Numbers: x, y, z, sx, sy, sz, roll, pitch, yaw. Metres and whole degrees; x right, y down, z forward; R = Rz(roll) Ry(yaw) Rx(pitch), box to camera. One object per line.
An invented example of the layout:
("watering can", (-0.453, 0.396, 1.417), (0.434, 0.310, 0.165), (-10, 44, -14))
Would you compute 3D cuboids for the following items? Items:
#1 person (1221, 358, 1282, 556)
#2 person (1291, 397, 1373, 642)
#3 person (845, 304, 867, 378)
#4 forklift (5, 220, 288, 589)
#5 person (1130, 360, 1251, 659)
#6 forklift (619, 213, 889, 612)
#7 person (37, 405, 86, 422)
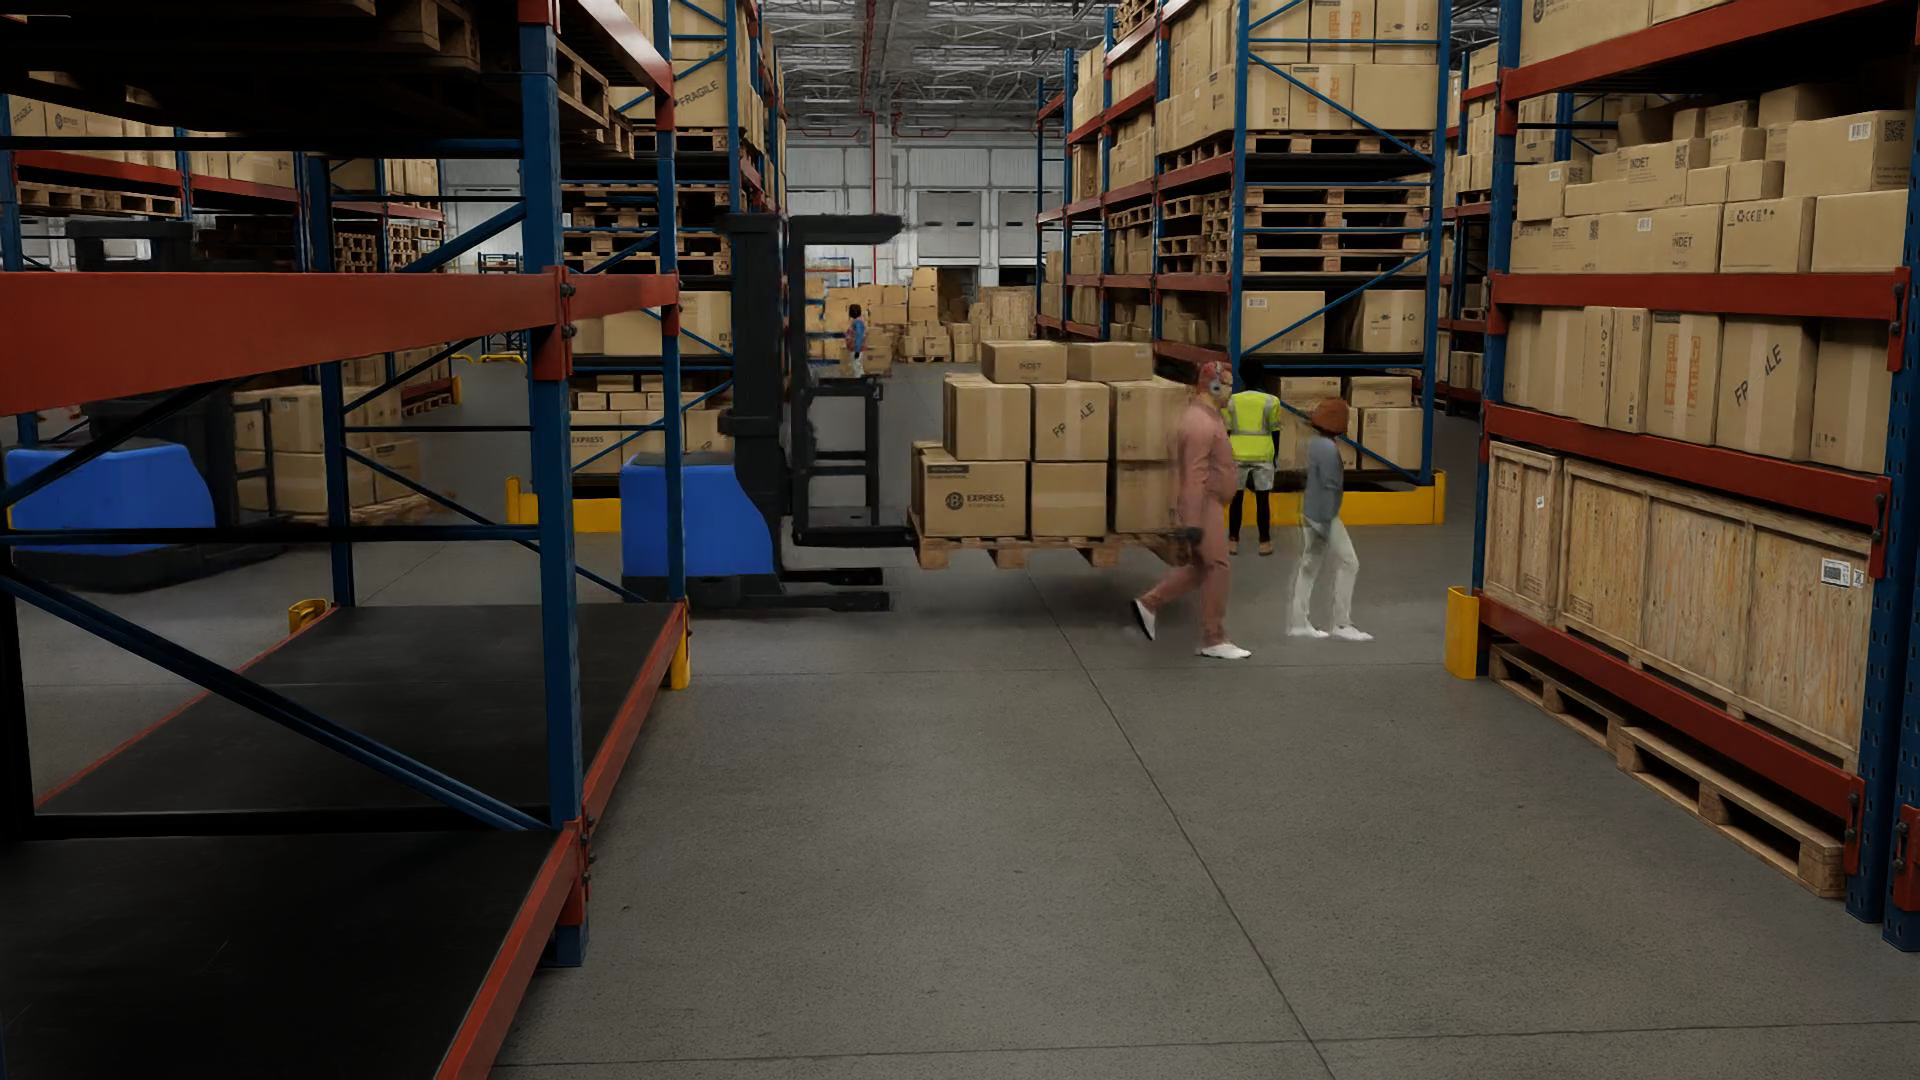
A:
("person", (2.487, -0.703, 14.247), (0.532, 1.698, 0.319), (2, 9, 14))
("person", (2.482, -0.132, 10.933), (0.620, 1.613, 0.502), (-1, 9, -3))
("person", (-2.071, -3.779, 33.115), (0.429, 1.841, 0.633), (-1, 9, -7))
("forklift", (-6.510, -1.130, 13.224), (1.129, 2.768, 1.873), (2, 9, 15))
("person", (1.471, -0.193, 10.467), (0.676, 1.878, 0.659), (1, 9, 8))
("forklift", (-1.482, -0.929, 11.961), (1.873, 2.768, 1.129), (-1, 9, -5))
("person", (-14.945, -2.904, 27.318), (0.631, 1.945, 1.010), (3, 10, 19))
